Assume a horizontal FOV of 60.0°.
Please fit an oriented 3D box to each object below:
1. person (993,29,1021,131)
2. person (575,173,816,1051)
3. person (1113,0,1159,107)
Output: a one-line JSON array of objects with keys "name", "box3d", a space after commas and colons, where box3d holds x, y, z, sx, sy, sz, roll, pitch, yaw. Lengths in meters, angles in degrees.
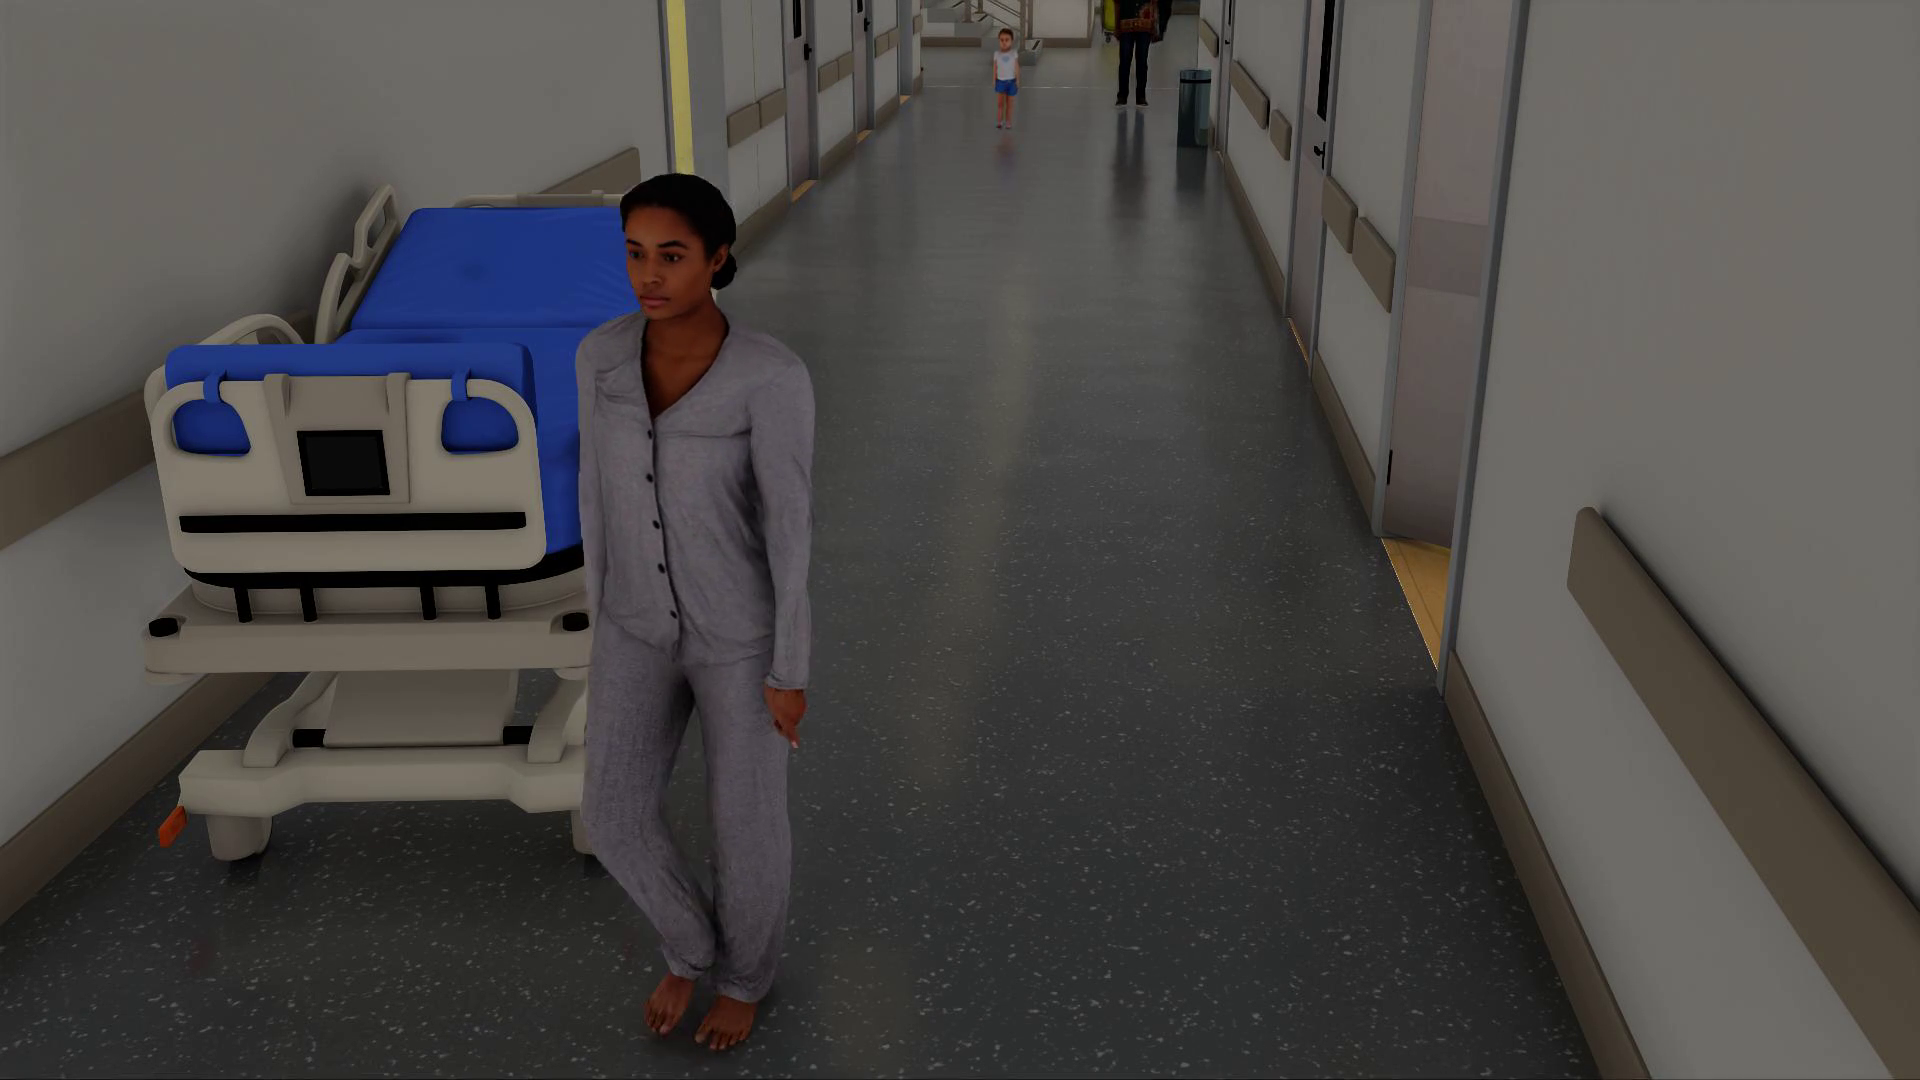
[{"name": "person", "box3d": [0.490, -4.754, 17.197, 0.593, 1.001, 0.491, 1, 21, 2]}, {"name": "person", "box3d": [-0.474, 0.146, 3.242, 0.618, 1.722, 0.750, 6, 21, 14]}, {"name": "person", "box3d": [2.007, -5.909, 19.054, 0.616, 1.806, 0.773, 0, 21, -1]}]
